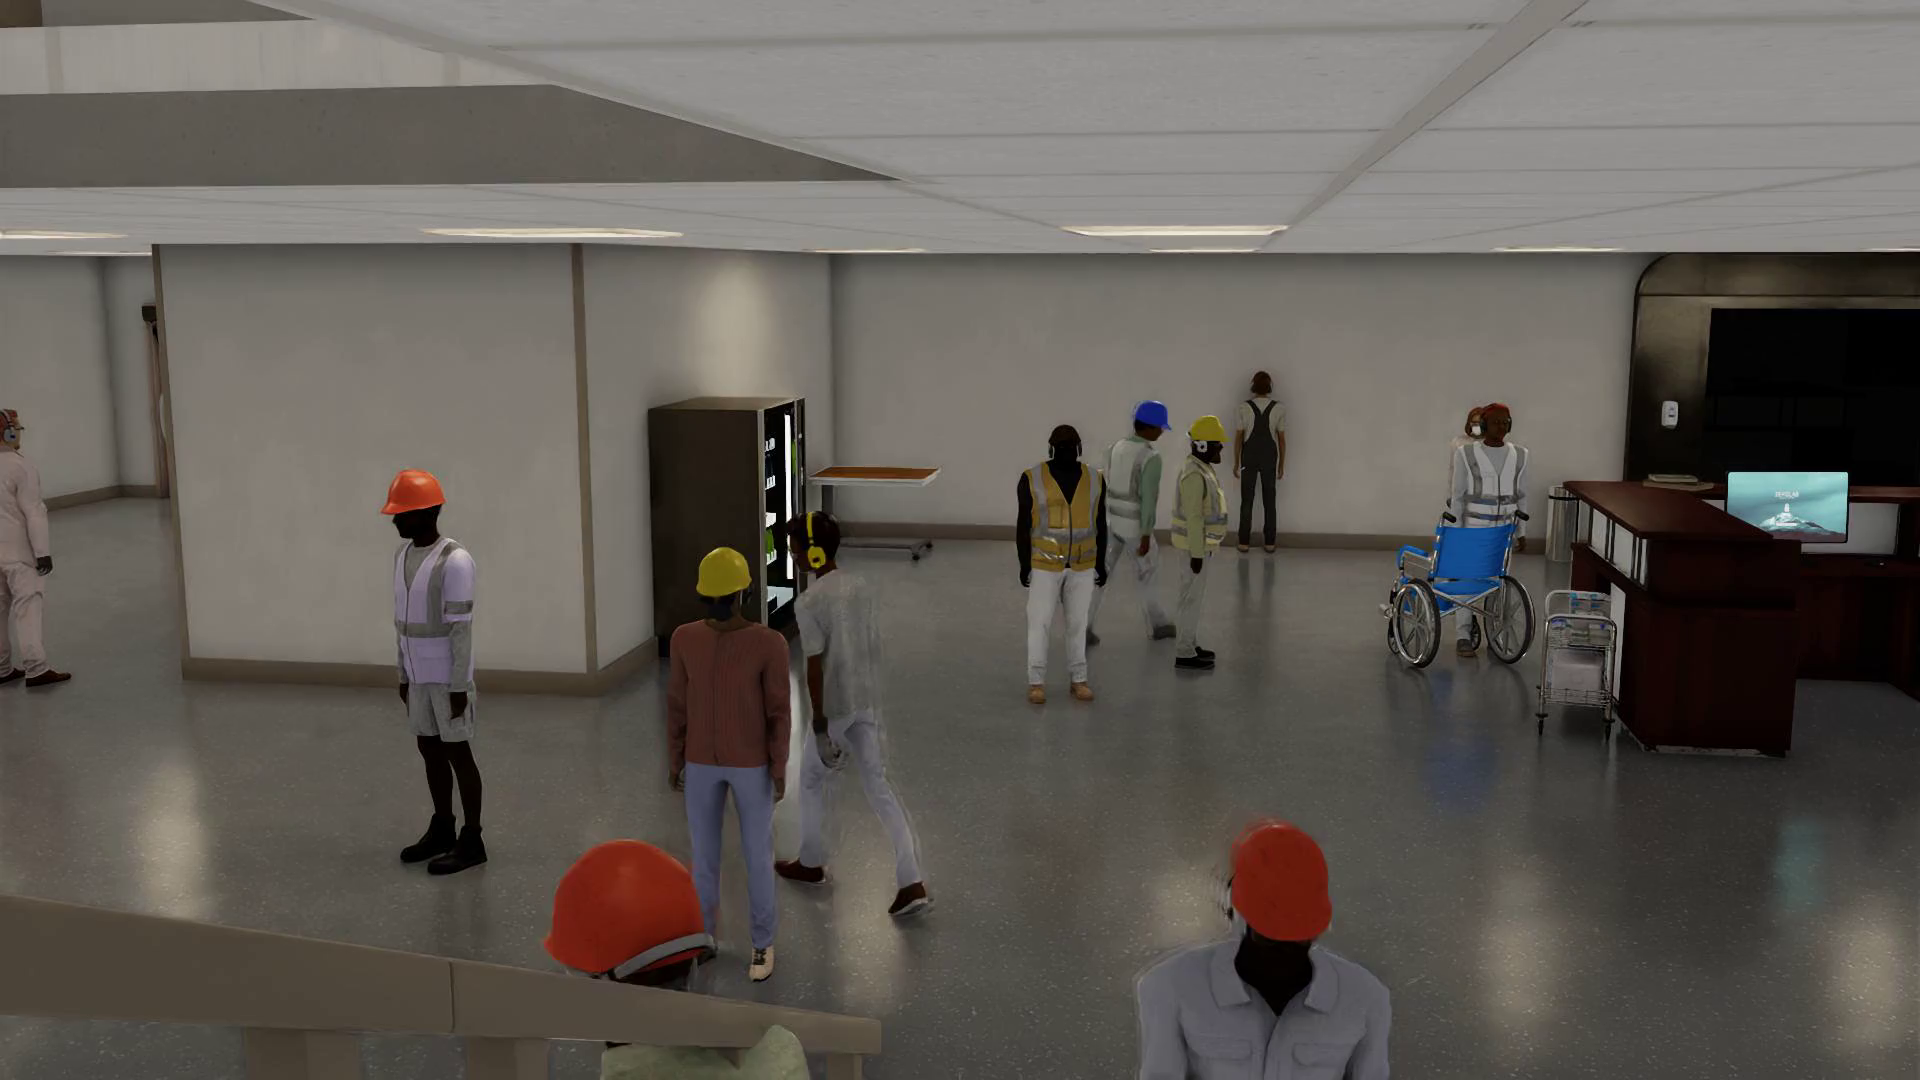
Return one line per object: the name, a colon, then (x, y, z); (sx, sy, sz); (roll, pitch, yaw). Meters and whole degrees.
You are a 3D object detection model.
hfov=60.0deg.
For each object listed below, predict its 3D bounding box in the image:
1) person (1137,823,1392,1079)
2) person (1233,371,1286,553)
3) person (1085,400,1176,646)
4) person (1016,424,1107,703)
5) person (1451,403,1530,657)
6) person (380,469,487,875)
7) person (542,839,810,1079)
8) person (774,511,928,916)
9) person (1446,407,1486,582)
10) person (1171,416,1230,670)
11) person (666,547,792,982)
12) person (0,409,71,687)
person: (0.645, 1.407, 3.625); (0.565, 1.726, 0.654); (0, 9, 2)
person: (3.021, -0.780, 16.792); (0.511, 1.839, 0.340); (0, 9, 3)
person: (1.273, -0.119, 12.607); (0.986, 1.879, 0.720); (-7, 11, -36)
person: (0.682, 0.157, 10.991); (0.621, 1.845, 0.429); (-2, 9, -11)
person: (3.904, -0.072, 12.271); (0.574, 1.884, 0.356); (-1, 9, -6)
person: (-2.508, 0.621, 7.877); (0.539, 1.929, 0.389); (7, 11, 36)
person: (-0.502, 1.444, 2.768); (0.594, 1.935, 1.004); (-9, 13, -43)
person: (-0.504, 0.759, 7.391); (0.546, 1.809, 0.995); (-8, 12, -41)
person: (4.660, -0.391, 15.049); (0.504, 1.627, 0.285); (6, 11, 32)
person: (1.721, 0.017, 11.939); (0.404, 1.823, 0.584); (2, 9, 11)
person: (-0.933, 0.895, 6.678); (0.522, 1.767, 0.316); (2, 9, 12)
person: (-6.488, 0.057, 11.407); (0.641, 1.908, 0.407); (3, 10, 16)
